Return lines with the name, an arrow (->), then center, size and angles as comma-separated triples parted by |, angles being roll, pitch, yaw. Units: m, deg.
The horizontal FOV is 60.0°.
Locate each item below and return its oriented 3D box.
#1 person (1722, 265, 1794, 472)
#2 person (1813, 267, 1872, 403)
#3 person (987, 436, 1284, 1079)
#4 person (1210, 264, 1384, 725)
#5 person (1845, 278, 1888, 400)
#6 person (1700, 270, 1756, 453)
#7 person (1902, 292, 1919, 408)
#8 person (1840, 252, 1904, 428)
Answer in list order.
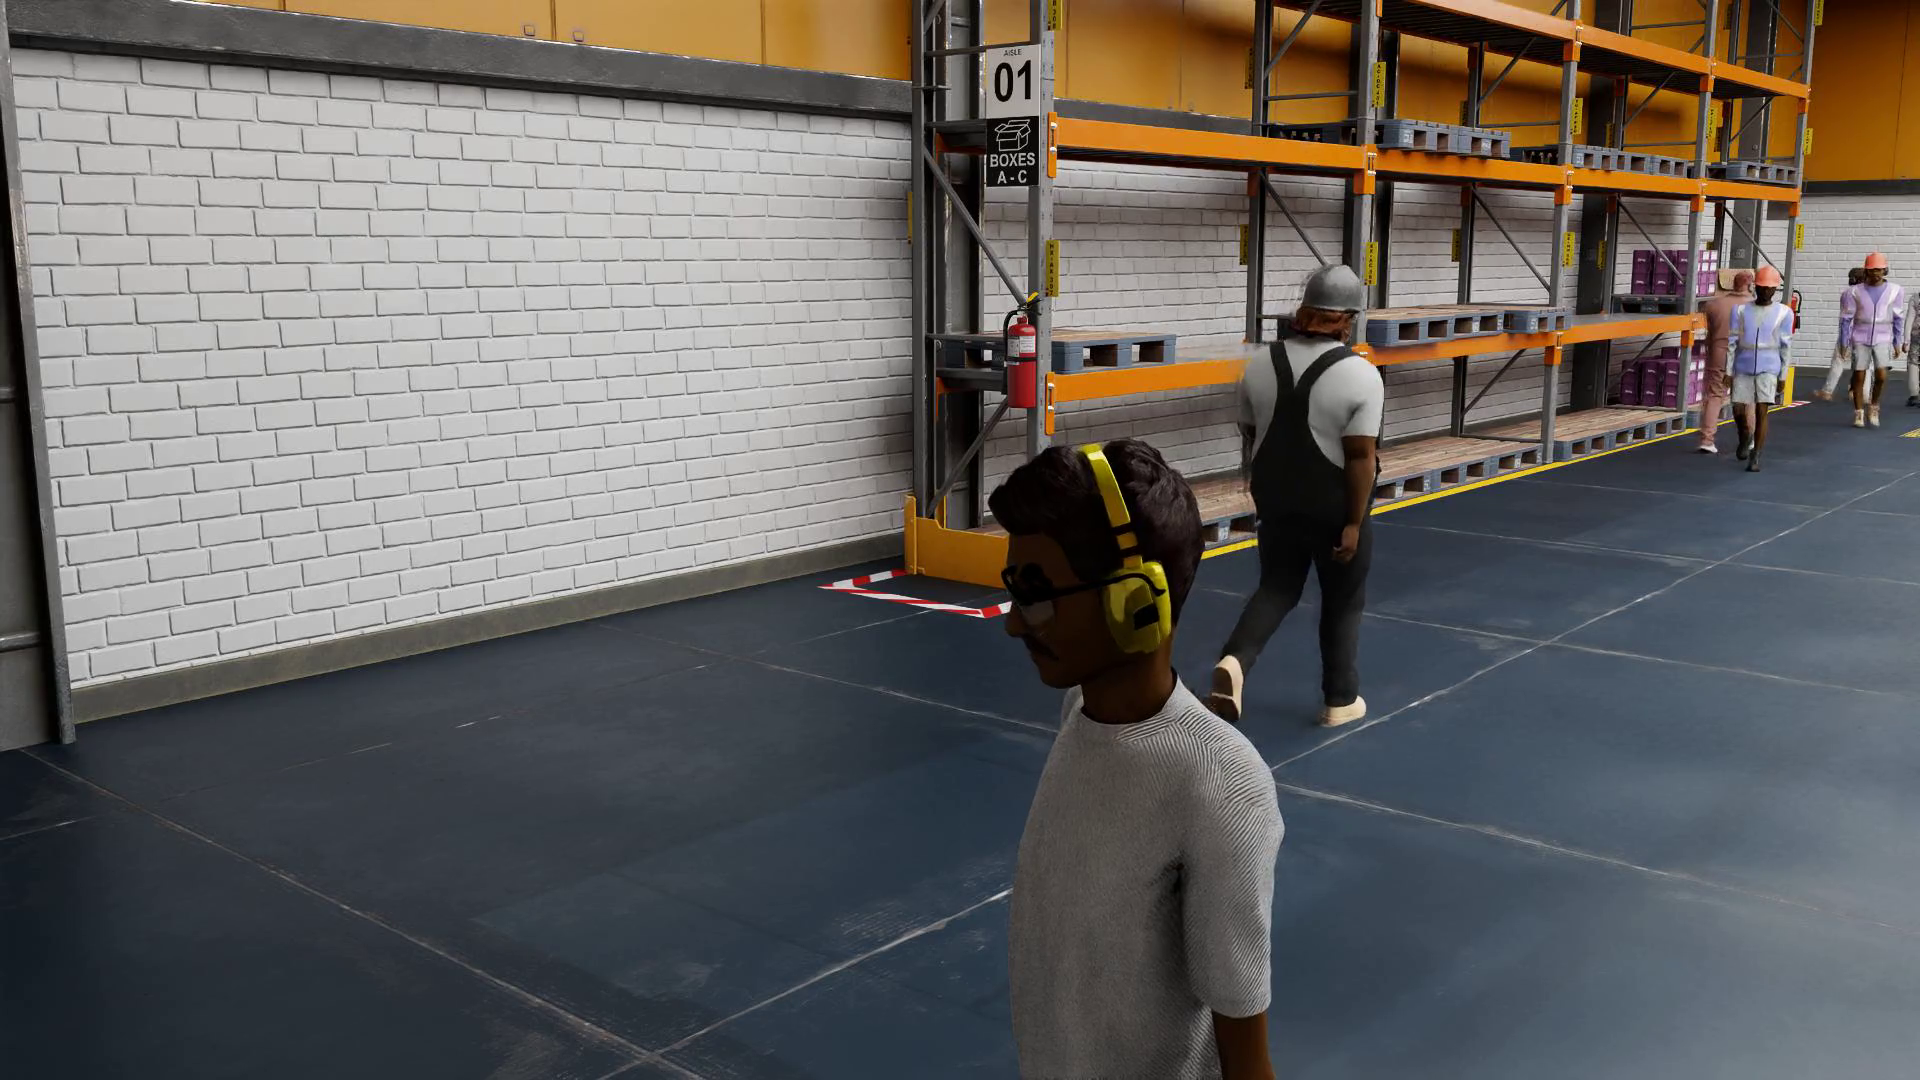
person -> 7.462, -1.604, 15.558 | 0.566, 1.918, 0.569 | 6, 12, 30
person -> 11.996, -2.764, 22.468 | 0.651, 1.810, 0.828 | -4, 11, -20
person -> 0.182, 0.801, 2.025 | 0.327, 1.865, 0.520 | -3, 11, -19
person -> 1.467, -0.176, 7.083 | 0.683, 2.000, 0.774 | 9, 13, 41
person -> 12.413, -2.746, 22.771 | 0.431, 1.666, 0.551 | 0, 10, 2
person -> 7.889, -1.807, 16.910 | 1.000, 1.860, 0.639 | -10, 14, -44
person -> 12.501, -2.593, 21.484 | 0.609, 1.814, 0.521 | 3, 11, 19
person -> 10.469, -2.283, 19.128 | 0.633, 2.019, 0.602 | 5, 11, 24
